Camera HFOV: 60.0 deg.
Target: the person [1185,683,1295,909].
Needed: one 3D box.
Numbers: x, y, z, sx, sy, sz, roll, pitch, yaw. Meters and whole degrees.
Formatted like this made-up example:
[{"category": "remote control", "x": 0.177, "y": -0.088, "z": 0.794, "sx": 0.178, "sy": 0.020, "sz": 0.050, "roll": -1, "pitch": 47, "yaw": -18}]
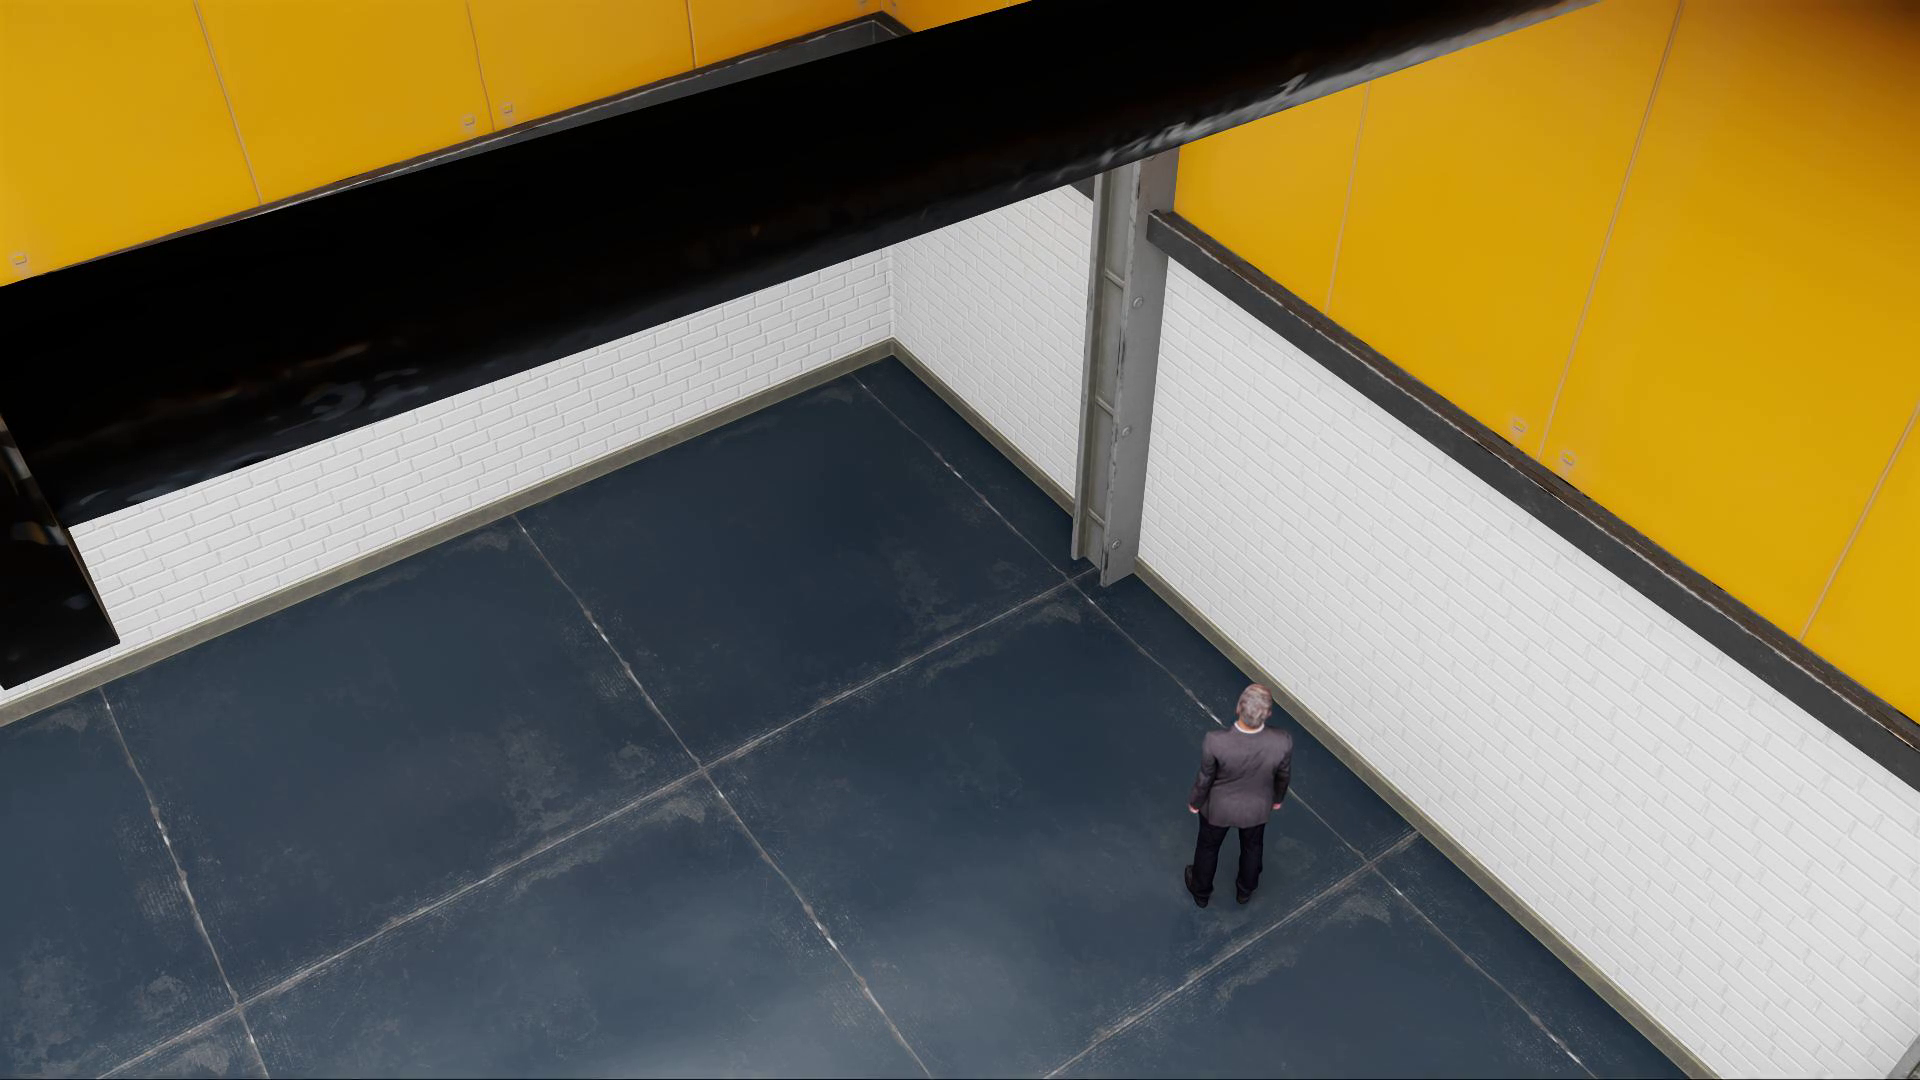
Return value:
[{"category": "person", "x": 1.571, "y": 1.455, "z": 9.433, "sx": 0.815, "sy": 1.841, "sz": 0.804, "roll": -2, "pitch": 44, "yaw": -3}]
